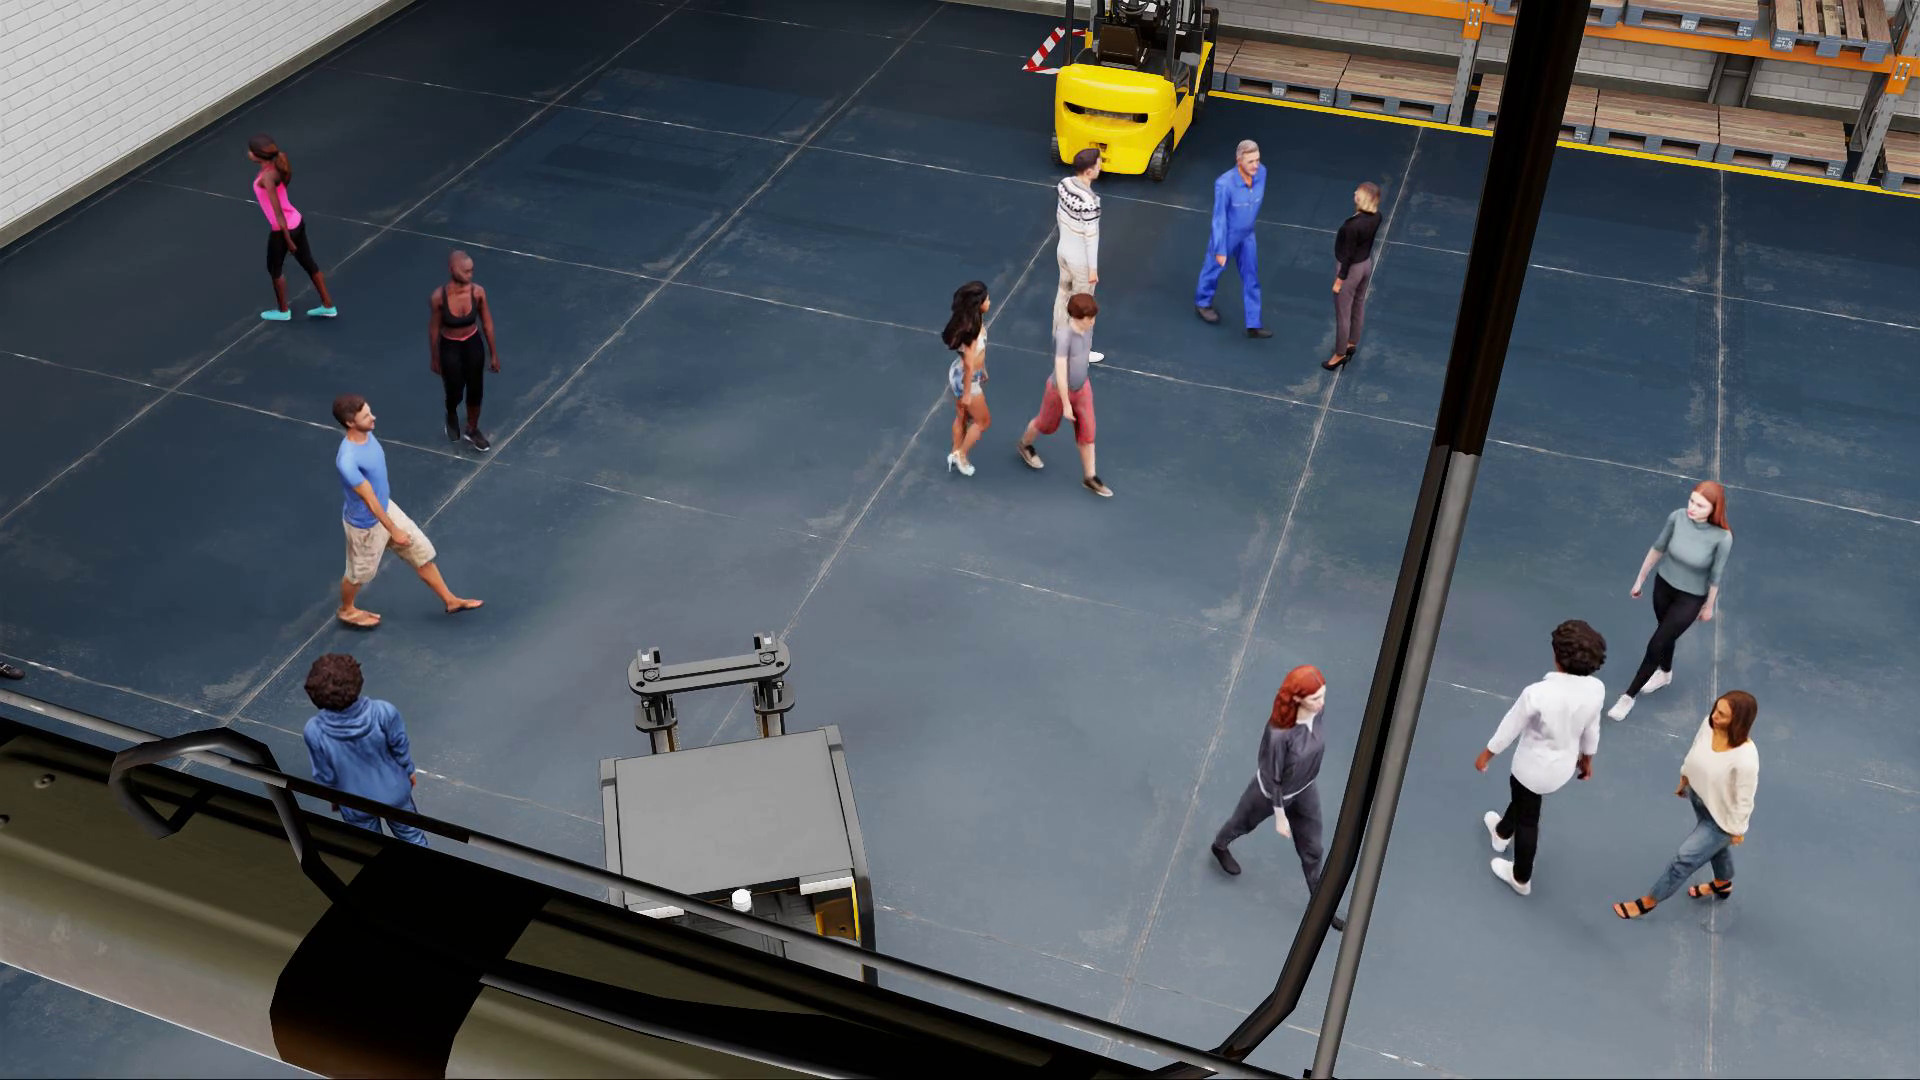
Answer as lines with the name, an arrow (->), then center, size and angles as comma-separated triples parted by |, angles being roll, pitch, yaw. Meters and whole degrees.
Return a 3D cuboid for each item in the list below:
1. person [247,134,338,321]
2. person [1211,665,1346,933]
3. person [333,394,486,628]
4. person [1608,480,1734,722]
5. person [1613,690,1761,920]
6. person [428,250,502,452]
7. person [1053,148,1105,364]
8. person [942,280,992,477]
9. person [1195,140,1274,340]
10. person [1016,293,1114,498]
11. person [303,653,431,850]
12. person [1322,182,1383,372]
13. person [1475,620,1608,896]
person -> -5.619, -2.629, 14.101 | 0.943, 1.702, 0.773 | -1, 39, -2
person -> 1.692, 1.345, 9.110 | 1.015, 1.720, 1.234 | -26, 45, -29
person -> -3.935, -0.127, 10.879 | 1.304, 1.812, 0.880 | 2, 39, 2
person -> 4.545, 0.318, 10.398 | 0.971, 1.718, 0.962 | -22, 44, -26
person -> 4.177, 1.458, 9.034 | 1.067, 1.638, 0.889 | -4, 39, -5
person -> -3.783, -1.440, 12.586 | 0.863, 1.733, 0.935 | -15, 41, -18
person -> 0.960, -2.341, 13.613 | 0.807, 1.860, 0.746 | -16, 41, -19
person -> -0.019, -1.163, 12.351 | 0.684, 1.595, 0.666 | 4, 39, 5
person -> 2.237, -2.585, 13.981 | 1.170, 1.782, 1.261 | -21, 43, -24
person -> 0.726, -1.130, 12.294 | 0.949, 1.613, 1.203 | -29, 47, -31
person -> -3.207, 1.334, 9.051 | 0.737, 1.811, 0.812 | -14, 41, -16
person -> 3.202, -2.140, 13.512 | 0.642, 1.672, 0.663 | 28, 46, 31
person -> 3.268, 1.263, 9.165 | 0.980, 1.779, 1.048 | -10, 40, -12
